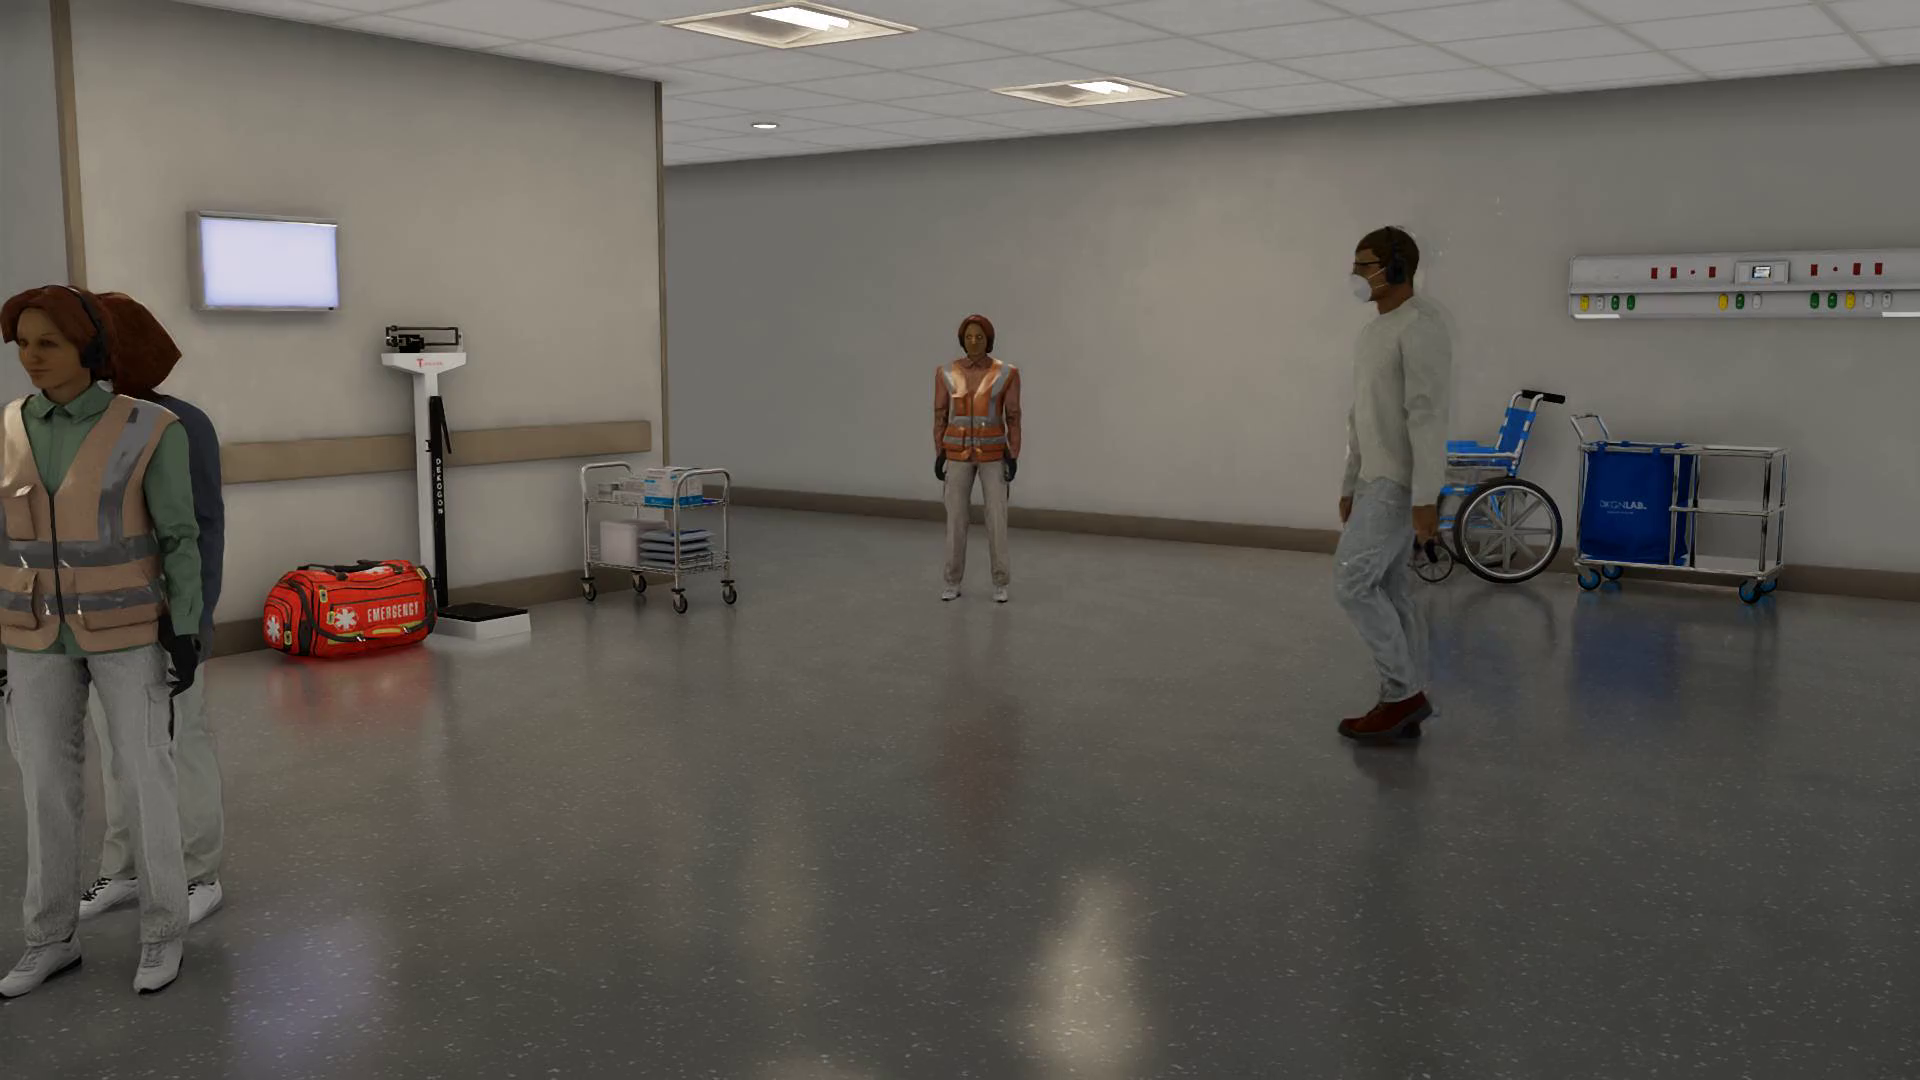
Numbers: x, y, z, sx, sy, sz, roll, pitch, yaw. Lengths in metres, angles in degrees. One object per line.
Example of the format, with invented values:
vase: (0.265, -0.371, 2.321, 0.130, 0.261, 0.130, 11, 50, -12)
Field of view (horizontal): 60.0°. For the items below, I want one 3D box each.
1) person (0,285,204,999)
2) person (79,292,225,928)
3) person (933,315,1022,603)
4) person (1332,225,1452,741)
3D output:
person: (-2.018, 0.239, 3.840, 0.523, 1.636, 0.311, -1, 7, -4)
person: (-2.116, 0.187, 4.272, 0.499, 1.633, 0.281, 2, 7, 17)
person: (0.098, -0.457, 9.465, 0.513, 1.634, 0.309, 2, 7, 12)
person: (1.558, -0.190, 6.154, 0.459, 1.919, 0.649, 0, 7, -2)
